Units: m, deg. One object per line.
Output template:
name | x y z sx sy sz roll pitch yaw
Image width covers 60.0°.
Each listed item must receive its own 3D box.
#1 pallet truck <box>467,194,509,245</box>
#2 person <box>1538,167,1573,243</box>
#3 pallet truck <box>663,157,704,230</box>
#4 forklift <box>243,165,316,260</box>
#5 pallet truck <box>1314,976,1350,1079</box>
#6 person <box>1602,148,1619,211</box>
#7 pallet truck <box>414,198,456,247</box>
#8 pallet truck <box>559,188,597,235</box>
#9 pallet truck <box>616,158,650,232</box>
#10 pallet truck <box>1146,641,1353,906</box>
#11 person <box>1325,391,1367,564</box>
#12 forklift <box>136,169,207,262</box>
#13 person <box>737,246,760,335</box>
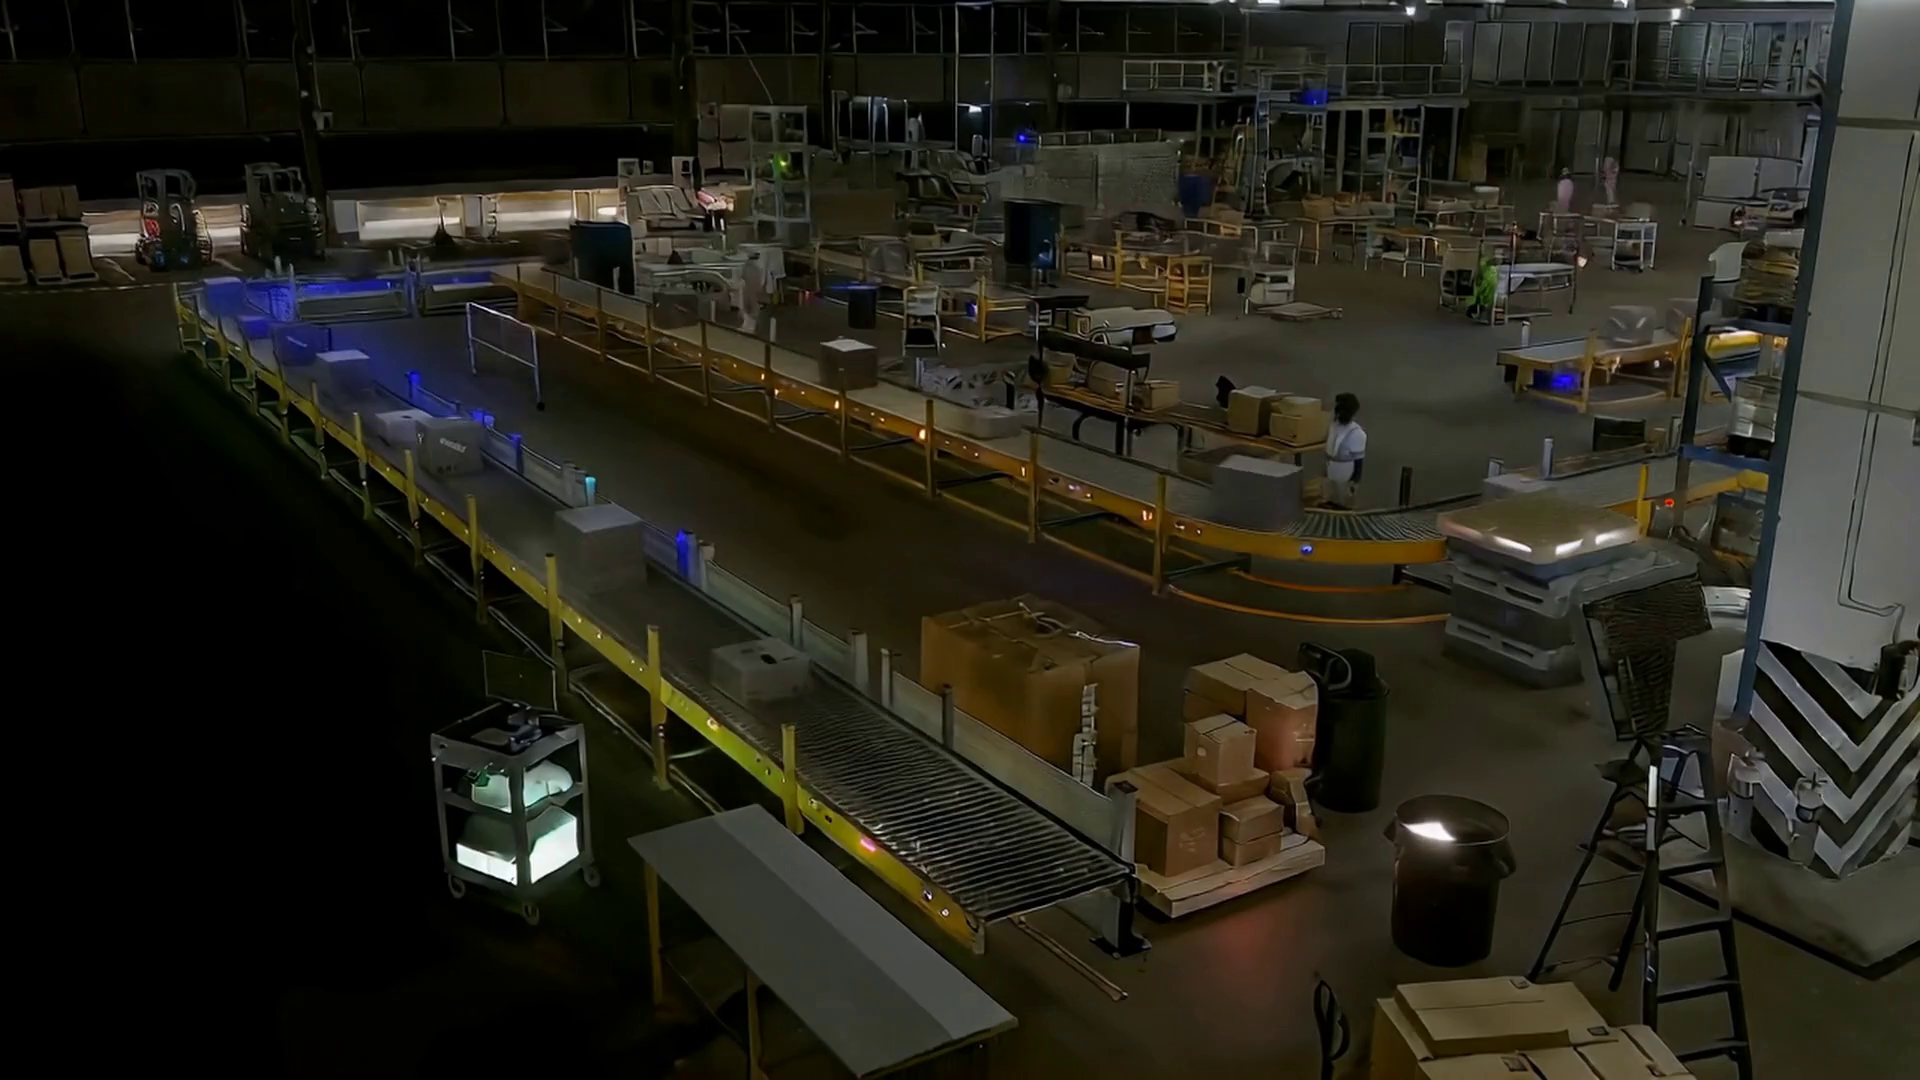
pallet truck | -11.983 -8.177 42.137 0.704 1.261 1.522 -11 20 -33
person | 14.790 -8.149 40.870 0.630 1.984 1.069 -12 20 -35
pallet truck | -7.586 -9.308 44.692 0.823 1.965 1.885 -11 20 -33
forklift | -15.898 -7.669 38.708 1.157 1.987 2.680 -11 20 -33
pallet truck | 2.299 2.390 7.086 1.601 1.201 0.680 -2 17 -7
person | 19.591 -10.823 49.964 0.613 1.867 0.540 -15 22 -40
pallet truck | -13.250 -8.060 41.856 0.680 1.201 1.601 -10 20 -31
pallet truck | -10.010 -8.652 43.699 0.653 1.274 1.630 -10 20 -31
pallet truck | -8.918 -9.176 44.255 0.823 1.965 1.885 -9 19 -27
pallet truck | 1.664 1.407 10.232 1.630 1.274 0.653 -10 20 -31
person | 3.749 -0.618 16.288 0.318 1.699 0.534 -6 18 -19
forklift | -17.842 -7.318 37.559 1.157 1.987 2.680 -10 20 -31
person | -3.508 -3.951 27.306 0.575 1.748 0.542 10 20 31
